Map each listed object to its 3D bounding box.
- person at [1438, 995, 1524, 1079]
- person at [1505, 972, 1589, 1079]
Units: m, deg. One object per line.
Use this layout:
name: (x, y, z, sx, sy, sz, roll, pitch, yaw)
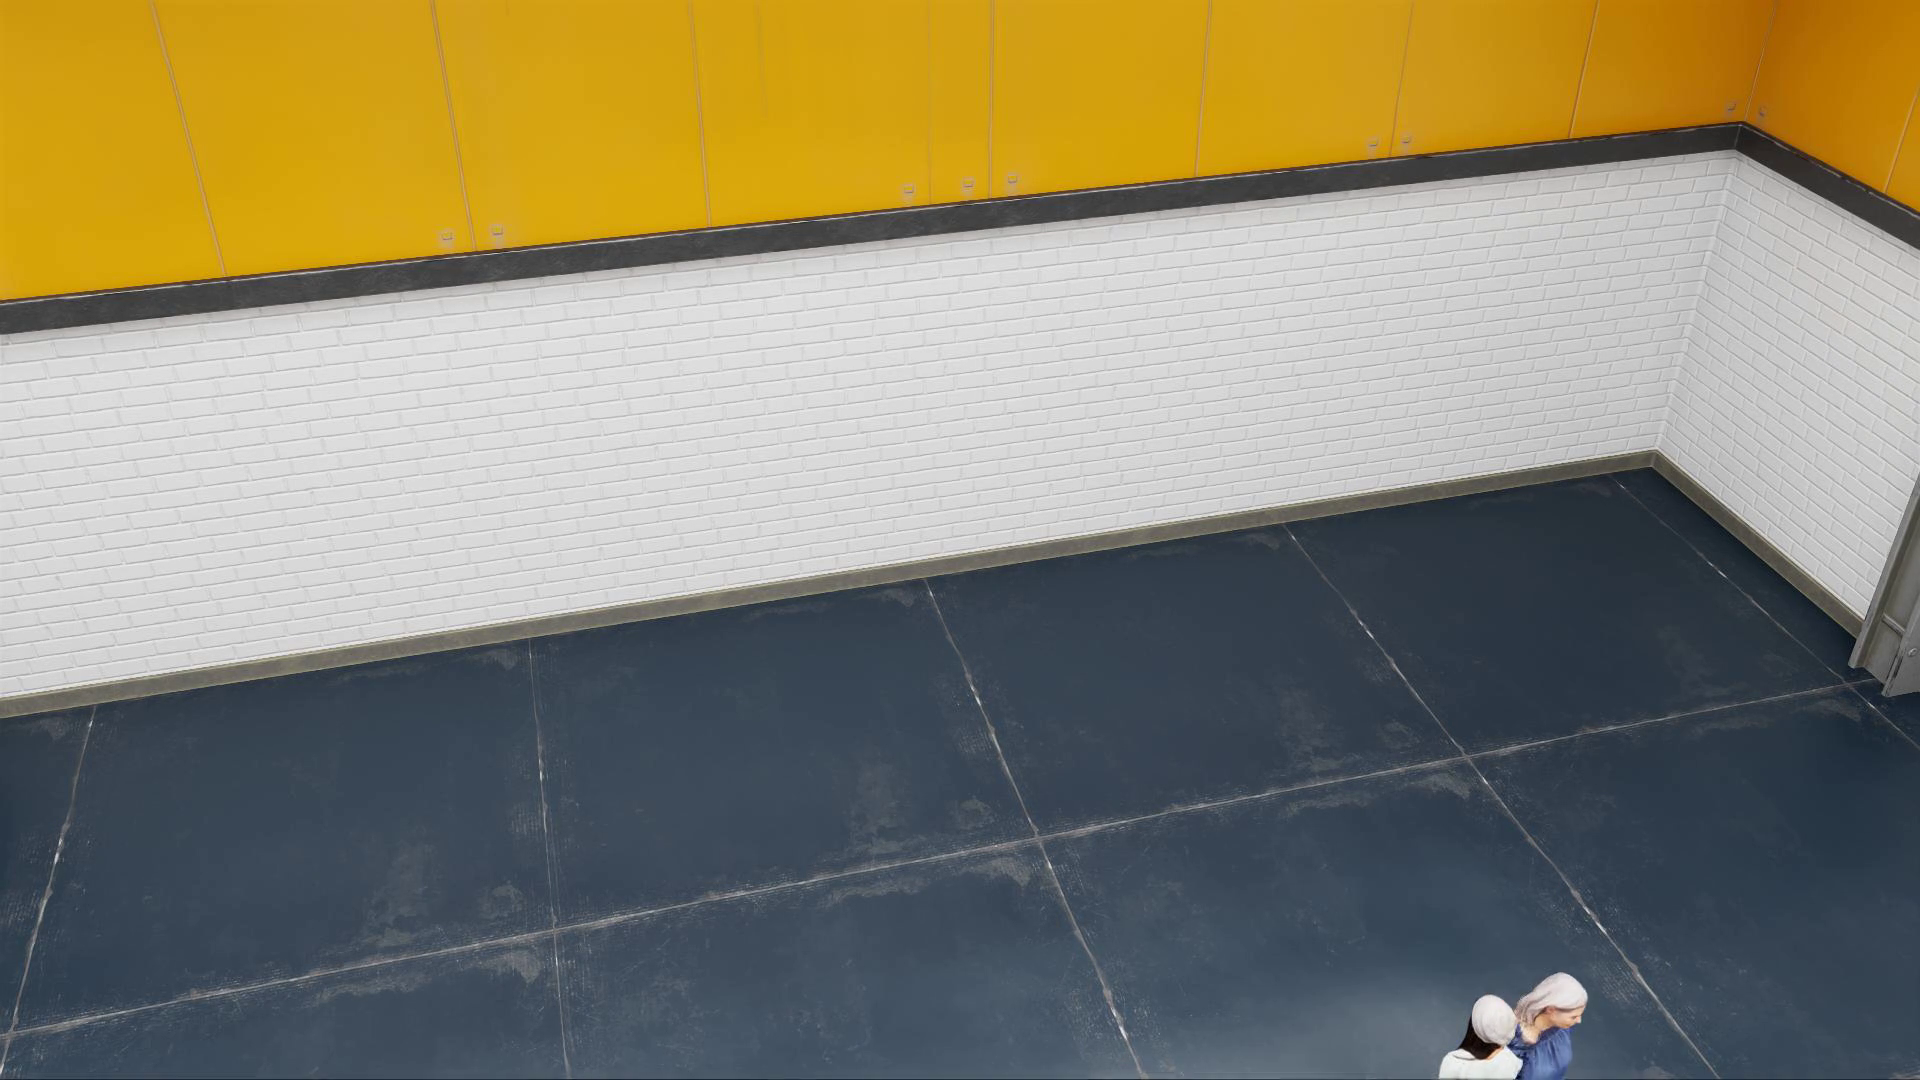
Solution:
person: (2.351, 2.707, 7.755, 0.585, 1.644, 0.492, -7, 34, -10)
person: (2.530, 2.596, 7.915, 0.951, 1.652, 1.149, -23, 40, -31)
